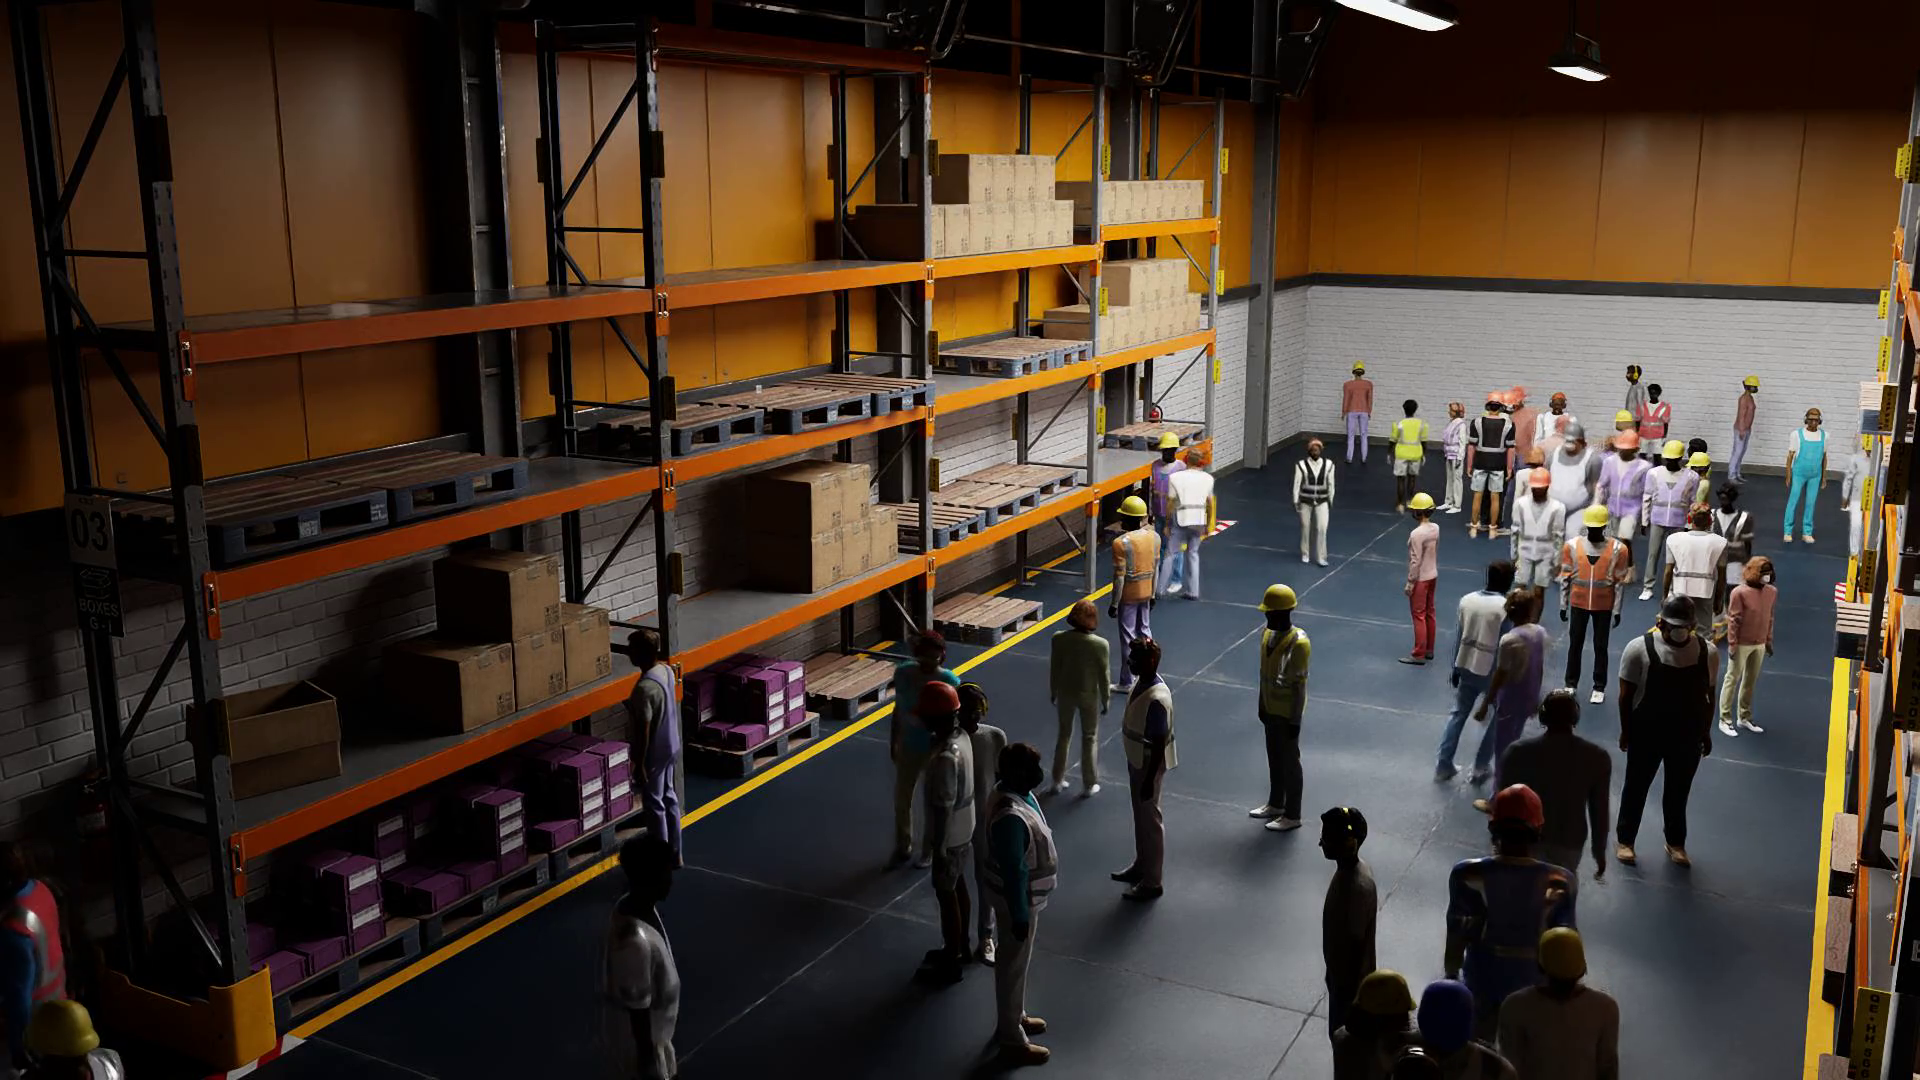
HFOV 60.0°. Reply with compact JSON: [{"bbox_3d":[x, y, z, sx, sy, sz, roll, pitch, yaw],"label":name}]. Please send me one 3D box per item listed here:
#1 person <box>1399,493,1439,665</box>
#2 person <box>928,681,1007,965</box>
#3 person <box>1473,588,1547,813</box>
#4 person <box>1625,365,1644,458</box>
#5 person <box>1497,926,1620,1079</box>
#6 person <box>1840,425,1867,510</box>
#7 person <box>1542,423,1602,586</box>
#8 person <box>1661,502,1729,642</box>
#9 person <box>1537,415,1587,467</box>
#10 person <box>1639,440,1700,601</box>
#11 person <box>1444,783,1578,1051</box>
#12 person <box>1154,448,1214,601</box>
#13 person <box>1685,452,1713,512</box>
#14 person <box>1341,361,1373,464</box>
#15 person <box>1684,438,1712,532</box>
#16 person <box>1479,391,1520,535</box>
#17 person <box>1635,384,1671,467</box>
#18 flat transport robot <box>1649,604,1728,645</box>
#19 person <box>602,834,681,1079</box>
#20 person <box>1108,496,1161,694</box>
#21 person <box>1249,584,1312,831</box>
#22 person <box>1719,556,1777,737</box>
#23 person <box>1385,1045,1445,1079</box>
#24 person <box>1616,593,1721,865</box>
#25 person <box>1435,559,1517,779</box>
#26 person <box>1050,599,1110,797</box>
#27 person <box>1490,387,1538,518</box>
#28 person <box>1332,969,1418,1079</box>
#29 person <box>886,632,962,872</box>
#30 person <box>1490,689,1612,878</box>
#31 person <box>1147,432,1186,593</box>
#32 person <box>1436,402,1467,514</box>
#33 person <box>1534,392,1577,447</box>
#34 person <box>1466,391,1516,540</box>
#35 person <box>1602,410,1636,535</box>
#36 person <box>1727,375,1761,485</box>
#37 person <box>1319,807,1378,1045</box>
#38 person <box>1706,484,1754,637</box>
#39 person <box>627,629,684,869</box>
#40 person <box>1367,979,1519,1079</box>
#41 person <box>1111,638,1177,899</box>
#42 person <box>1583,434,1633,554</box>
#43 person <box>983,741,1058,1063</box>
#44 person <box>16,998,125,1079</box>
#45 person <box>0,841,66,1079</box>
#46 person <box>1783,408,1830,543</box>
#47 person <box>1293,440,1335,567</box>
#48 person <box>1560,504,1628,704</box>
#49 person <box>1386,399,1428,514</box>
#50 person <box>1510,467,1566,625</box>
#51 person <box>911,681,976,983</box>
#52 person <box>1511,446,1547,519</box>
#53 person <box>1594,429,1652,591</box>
[{"bbox_3d":[4.689,0.393,16.971,0.329,1.767,0.528,11,16,40],"label":"person"},{"bbox_3d":[0.053,1.786,10.526,0.509,1.862,0.328,-1,13,-4],"label":"person"},{"bbox_3d":[4.275,1.265,12.899,0.533,1.843,0.395,-11,16,-40],"label":"person"},{"bbox_3d":[10.958,-1.928,27.131,0.310,1.868,0.533,2,13,8],"label":"person"},{"bbox_3d":[2.660,2.524,7.463,0.539,1.748,0.442,1,13,4],"label":"person"},{"bbox_3d":[13.243,-1.196,24.382,0.285,1.633,0.498,-1,13,-6],"label":"person"},{"bbox_3d":[7.363,-0.464,20.188,0.700,2.000,0.994,11,17,41],"label":"person"},{"bbox_3d":[7.084,0.551,16.076,0.563,1.847,0.389,5,14,22],"label":"person"},{"bbox_3d":[7.817,-0.705,21.706,0.633,1.850,1.054,5,13,20],"label":"person"},{"bbox_3d":[8.235,-0.215,19.331,0.592,1.923,0.381,6,14,26],"label":"person"},{"bbox_3d":[2.709,2.196,8.276,0.613,2.039,0.393,2,13,11],"label":"person"},{"bbox_3d":[2.621,-0.171,19.420,0.688,1.813,0.518,-4,13,-16],"label":"person"},{"bbox_3d":[8.604,-0.158,19.453,0.341,1.760,0.525,7,14,29],"label":"person"},{"bbox_3d":[6.795,-2.178,28.481,0.524,1.769,0.316,-1,13,-3],"label":"person"},{"bbox_3d":[9.171,-0.432,20.818,0.533,1.697,0.319,-12,17,-43],"label":"person"},{"bbox_3d":[7.498,-1.068,23.023,0.415,1.986,0.617,-3,13,-15],"label":"person"},{"bbox_3d":[10.904,-1.631,26.225,0.531,1.687,0.325,9,15,34],"label":"person"},{"bbox_3d":[8.085,0.874,18.190,0.652,0.197,1.431,10,16,37],"label":"flat transport robot"},{"bbox_3d":[-1.564,2.327,7.912,0.532,1.948,0.613,-2,13,-8],"label":"person"},{"bbox_3d":[1.664,0.526,16.002,0.594,1.929,0.352,-10,16,-38],"label":"person"},{"bbox_3d":[2.442,1.269,12.715,0.405,1.918,0.583,-5,13,-21],"label":"person"},{"bbox_3d":[7.046,0.937,14.831,0.498,1.634,0.283,-4,13,-18],"label":"person"},{"bbox_3d":[1.662,2.759,6.214,0.502,1.839,0.343,1,13,6],"label":"person"},{"bbox_3d":[5.114,1.366,11.994,0.684,2.000,0.535,1,13,7],"label":"person"},{"bbox_3d":[4.288,1.085,13.652,0.645,1.862,0.616,-7,14,-29],"label":"person"},{"bbox_3d":[0.963,1.269,13.383,0.505,1.624,0.284,6,14,23],"label":"person"},{"bbox_3d":[8.129,-1.308,24.246,0.671,1.929,1.025,11,17,41],"label":"person"},{"bbox_3d":[1.733,2.628,7.041,0.335,1.735,0.487,-4,13,-16],"label":"person"},{"bbox_3d":[-0.248,1.514,11.856,0.612,1.808,0.553,6,14,25],"label":"person"},{"bbox_3d":[3.632,1.835,10.277,0.659,1.878,1.072,2,13,11],"label":"person"},{"bbox_3d":[2.484,-0.335,19.856,0.591,1.930,0.357,12,17,42],"label":"person"},{"bbox_3d":[7.259,-1.211,24.433,0.310,1.642,0.514,-2,13,-7],"label":"person"},{"bbox_3d":[8.475,-1.174,23.738,0.575,1.880,0.359,7,14,29],"label":"person"},{"bbox_3d":[7.225,-1.017,22.690,0.613,2.033,0.411,4,13,16],"label":"person"},{"bbox_3d":[9.126,-0.929,22.966,0.321,1.737,0.483,11,16,39],"label":"person"},{"bbox_3d":[12.599,-1.768,26.673,0.344,1.759,0.524,10,16,38],"label":"person"},{"bbox_3d":[1.949,2.242,8.482,0.327,1.863,0.510,1,13,4],"label":"person"},{"bbox_3d":[8.215,0.225,17.904,0.546,1.677,0.417,11,16,40],"label":"person"},{"bbox_3d":[-2.161,1.518,11.771,0.342,1.839,0.517,3,13,14],"label":"person"},{"bbox_3d":[1.870,2.626,6.652,0.661,1.896,0.842,8,15,33],"label":"person"},{"bbox_3d":[1.297,1.567,11.532,0.389,1.846,0.566,-2,13,-7],"label":"person"},{"bbox_3d":[8.497,-0.579,21.664,0.737,1.606,0.507,1,13,3],"label":"person"},{"bbox_3d":[0.343,2.031,9.462,0.429,1.846,0.626,0,13,1],"label":"person"},{"bbox_3d":[-3.524,2.670,6.649,0.403,1.824,0.593,6,14,24],"label":"person"},{"bbox_3d":[-4.595,2.327,8.223,0.835,1.812,0.630,-4,13,-18],"label":"person"},{"bbox_3d":[11.414,-0.867,22.429,0.516,1.844,0.329,2,13,9],"label":"person"},{"bbox_3d":[4.498,-0.449,21.095,0.539,1.608,0.775,1,13,4],"label":"person"},{"bbox_3d":[5.963,0.599,15.718,0.581,1.919,0.393,7,14,27],"label":"person"},{"bbox_3d":[6.565,-1.243,24.497,0.553,1.675,0.642,0,13,1],"label":"person"},{"bbox_3d":[6.113,0.161,17.655,0.553,1.920,0.472,7,14,29],"label":"person"},{"bbox_3d":[-0.103,1.799,10.312,0.389,1.929,0.544,2,13,10],"label":"person"},{"bbox_3d":[7.086,-0.346,20.578,0.507,1.632,0.272,0,13,-1],"label":"person"},{"bbox_3d":[7.919,-0.354,19.854,1.013,1.993,0.642,-9,16,-36],"label":"person"}]
